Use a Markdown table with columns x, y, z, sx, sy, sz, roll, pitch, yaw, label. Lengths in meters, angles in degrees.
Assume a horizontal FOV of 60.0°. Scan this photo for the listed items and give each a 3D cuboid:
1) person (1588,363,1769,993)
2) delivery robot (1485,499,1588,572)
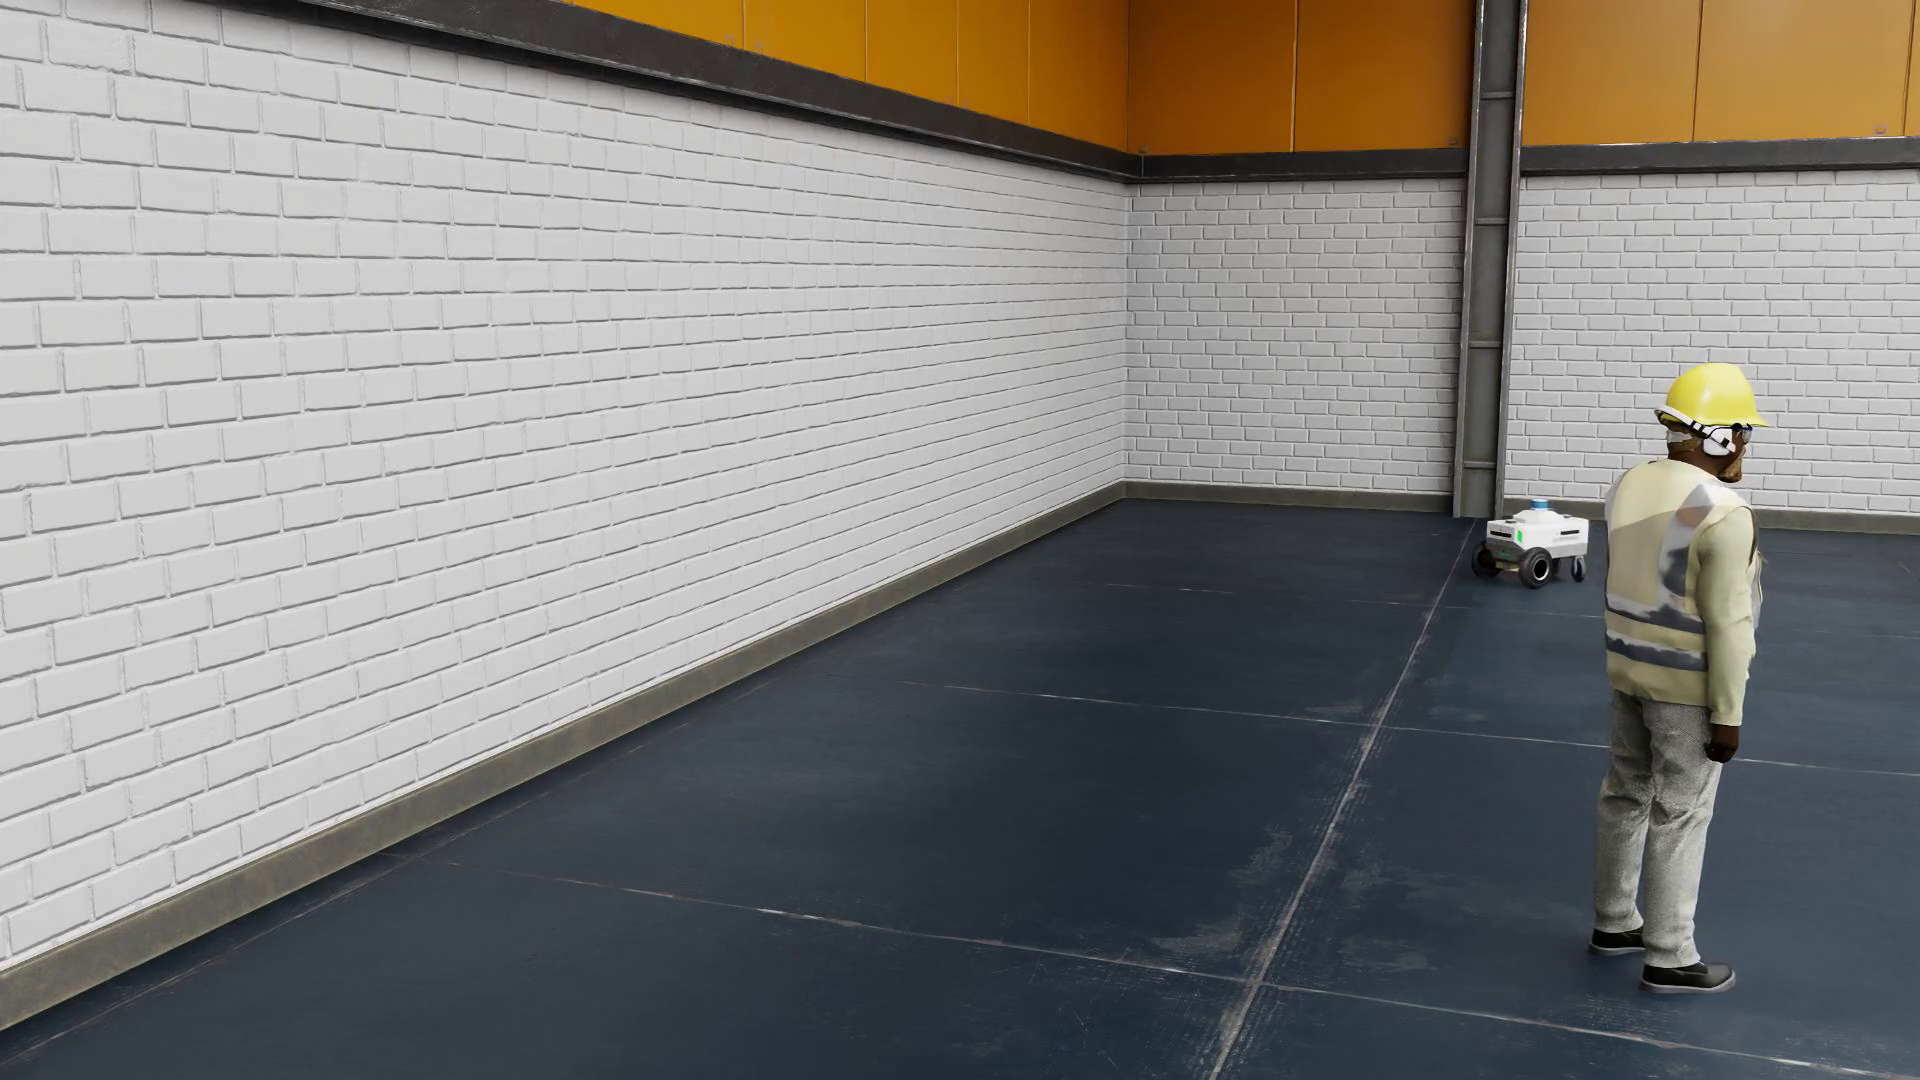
| x | y | z | sx | sy | sz | roll | pitch | yaw | label |
| --- | --- | --- | --- | --- | --- | --- | --- | --- | --- |
| 2.092 | 0.401 | 4.836 | 0.403 | 1.825 | 0.592 | -2 | 9 | -12 | person |
| 3.901 | -0.035 | 11.235 | 0.707 | 0.478 | 0.477 | -5 | 10 | -29 | delivery robot |
